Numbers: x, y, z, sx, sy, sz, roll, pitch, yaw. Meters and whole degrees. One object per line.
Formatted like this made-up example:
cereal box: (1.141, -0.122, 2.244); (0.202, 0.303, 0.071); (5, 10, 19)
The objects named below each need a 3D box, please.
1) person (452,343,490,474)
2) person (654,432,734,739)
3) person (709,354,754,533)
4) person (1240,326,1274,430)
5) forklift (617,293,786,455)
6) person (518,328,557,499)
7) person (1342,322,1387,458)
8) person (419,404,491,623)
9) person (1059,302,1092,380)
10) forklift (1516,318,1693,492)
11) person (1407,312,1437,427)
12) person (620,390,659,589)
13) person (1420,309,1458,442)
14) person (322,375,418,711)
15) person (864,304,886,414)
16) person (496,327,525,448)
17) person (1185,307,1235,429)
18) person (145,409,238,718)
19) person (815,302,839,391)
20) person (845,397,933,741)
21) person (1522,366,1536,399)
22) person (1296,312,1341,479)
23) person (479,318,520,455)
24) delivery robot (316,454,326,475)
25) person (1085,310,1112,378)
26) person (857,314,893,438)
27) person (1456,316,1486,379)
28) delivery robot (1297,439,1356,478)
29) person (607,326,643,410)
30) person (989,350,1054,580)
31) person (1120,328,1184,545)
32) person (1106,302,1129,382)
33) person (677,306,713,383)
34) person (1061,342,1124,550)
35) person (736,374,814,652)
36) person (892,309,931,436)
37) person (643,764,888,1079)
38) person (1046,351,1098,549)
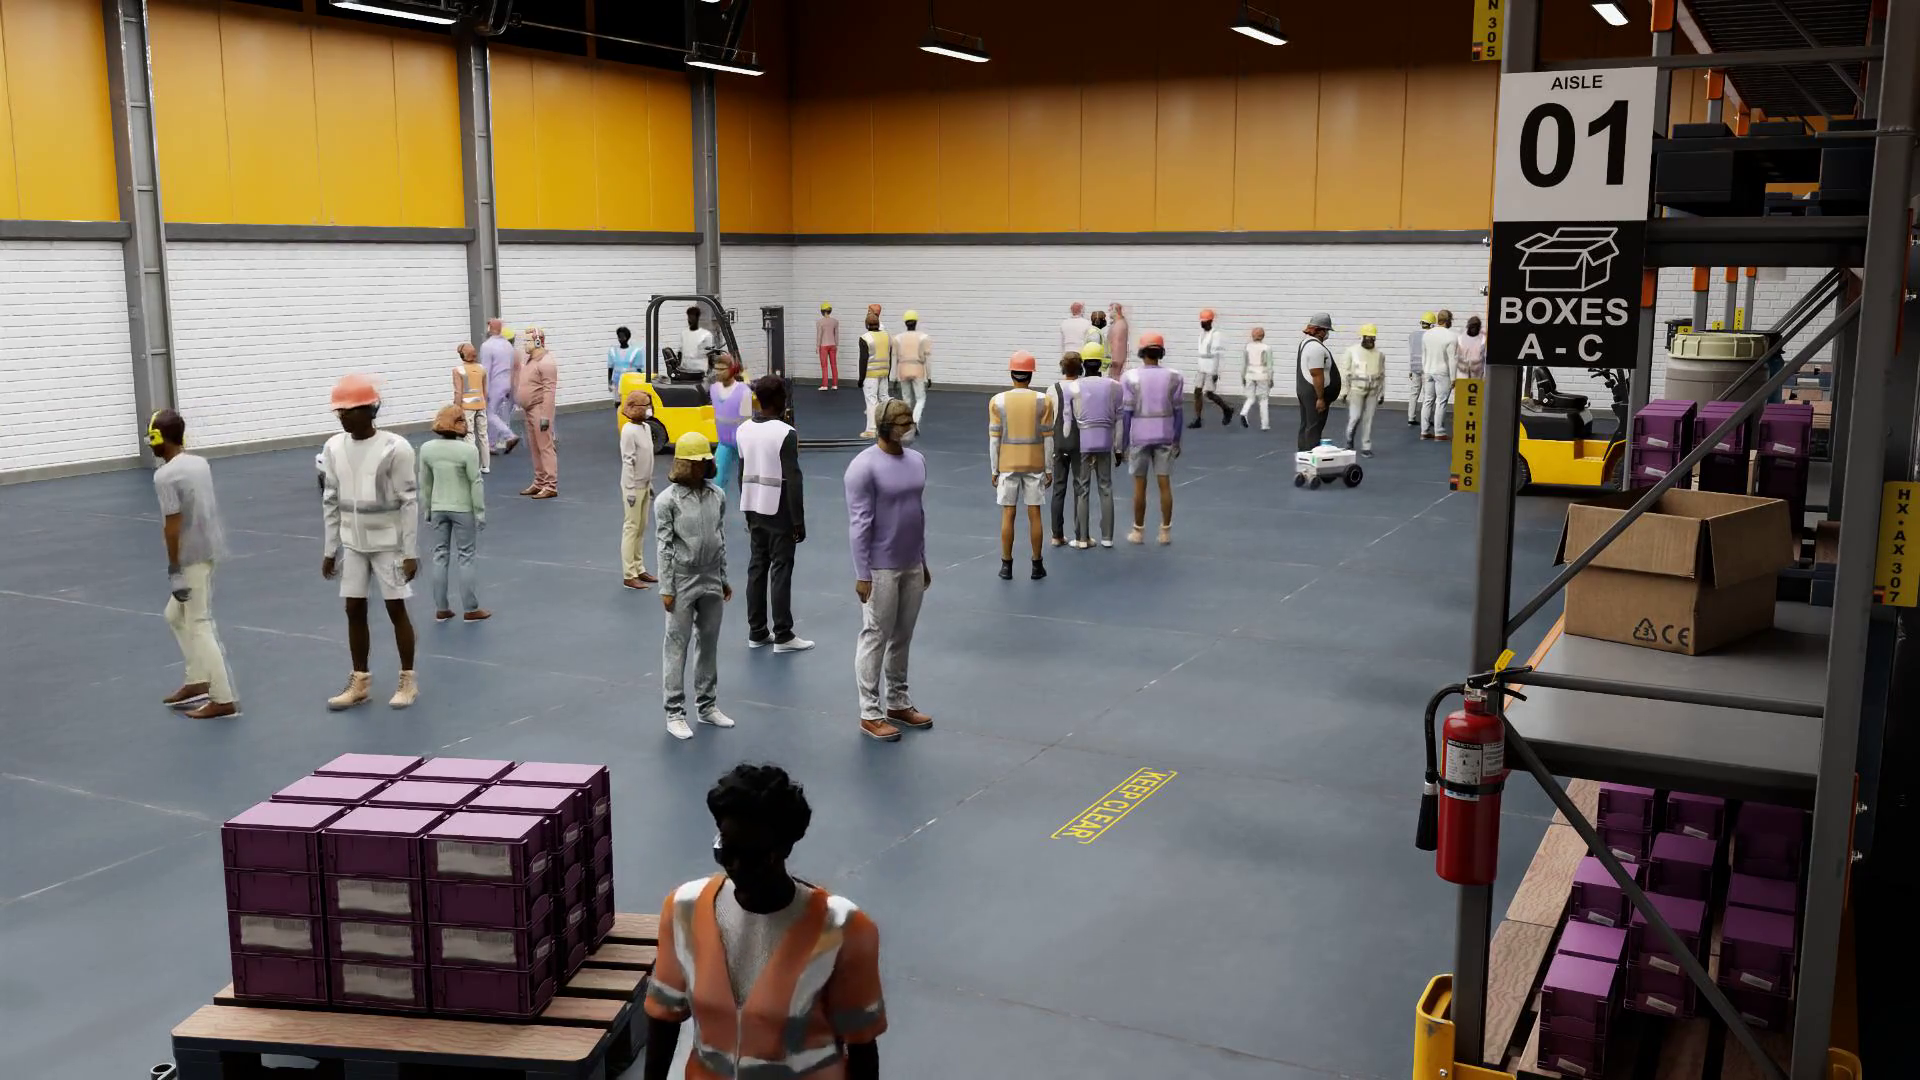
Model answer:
person: (-6.034, -1.606, 20.527); (0.313, 1.642, 0.513); (6, 12, 33)
person: (-1.502, 0.249, 9.495); (0.301, 1.743, 0.493); (9, 13, 41)
person: (-2.212, -0.903, 16.069); (0.583, 1.774, 1.062); (8, 13, 39)
person: (4.559, -2.483, 25.674); (0.540, 1.618, 0.546); (6, 12, 32)
forklift: (-3.588, -2.317, 23.042); (2.313, 2.155, 1.214); (-1, 10, -5)
person: (-4.753, -1.421, 18.687); (0.410, 1.909, 0.643); (-7, 12, -34)
person: (5.439, -2.019, 22.397); (0.615, 1.818, 0.463); (-1, 10, -8)
person: (-3.770, -0.198, 12.398); (0.507, 1.631, 0.266); (3, 10, 15)
person: (2.023, -3.127, 28.623); (0.686, 1.897, 0.404); (6, 12, 32)
forklift: (7.066, -1.601, 18.899); (2.313, 2.155, 1.214); (5, 11, 27)
person: (7.348, -2.689, 26.285); (0.403, 1.826, 0.596); (-9, 13, -41)
person: (-2.641, -0.422, 13.695); (0.282, 1.633, 0.501); (1, 10, 9)
person: (6.993, -2.392, 24.262); (0.380, 1.935, 0.636); (-6, 12, -32)
person: (-3.555, 0.034, 9.964); (0.620, 2.028, 0.543); (3, 10, 15)
person: (-1.422, -3.042, 28.141); (0.355, 1.883, 0.572); (-3, 10, -17)
person: (-6.180, -2.107, 23.316); (0.898, 1.752, 0.538); (-2, 10, -11)
person: (3.940, -2.691, 26.050); (0.755, 1.910, 0.561); (-5, 11, -26)
person: (-4.580, 0.143, 9.876); (0.647, 1.825, 0.513); (1, 10, 3)
person: (-2.667, -3.866, 33.258); (0.535, 1.766, 0.321); (-8, 13, -38)
person: (-0.386, 0.156, 9.467); (0.361, 1.937, 0.635); (7, 12, 35)
person: (7.561, -2.048, 22.391); (0.362, 1.883, 0.575); (-1, 10, -4)
person: (4.385, -1.774, 20.345); (0.536, 2.000, 0.676); (-1, 10, -4)
person: (-6.270, -2.057, 22.455); (0.644, 1.881, 0.664); (3, 10, 15)
delivery robot: (-7.150, -0.866, 19.112); (0.477, 0.478, 0.707); (-7, 12, -34)
person: (2.171, -2.689, 26.220); (0.429, 1.845, 0.621); (0, 10, 0)
person: (-1.281, -2.438, 24.781); (0.619, 1.839, 0.430); (-9, 13, -43)
person: (8.075, -2.648, 26.244); (0.629, 1.769, 1.025); (3, 10, 17)
delivery robot: (4.301, -0.939, 19.539); (0.707, 0.478, 0.477); (-6, 11, -29)
person: (-4.945, -2.337, 24.652); (0.541, 1.675, 0.673); (1, 10, 7)
person: (0.516, -0.626, 13.996); (0.545, 1.938, 0.359); (0, 10, 2)
person: (1.798, -0.963, 15.655); (0.614, 2.043, 0.391); (-1, 10, -5)
person: (2.770, -3.209, 29.110); (0.475, 1.892, 0.642); (3, 10, 14)
person: (-4.104, -2.698, 26.003); (0.616, 1.937, 0.841); (5, 11, 25)
person: (1.222, -0.873, 15.458); (0.594, 1.924, 0.382); (-2, 10, -11)
person: (-1.301, -0.182, 11.476); (0.593, 1.922, 0.391); (9, 13, 41)
person: (-0.723, -2.457, 24.686); (0.596, 1.908, 0.566); (1, 10, 8)
person: (-0.459, 1.303, 3.661); (0.547, 1.661, 0.786); (4, 10, 20)
person: (1.044, -0.835, 15.470); (0.514, 1.844, 0.333); (5, 11, 26)
